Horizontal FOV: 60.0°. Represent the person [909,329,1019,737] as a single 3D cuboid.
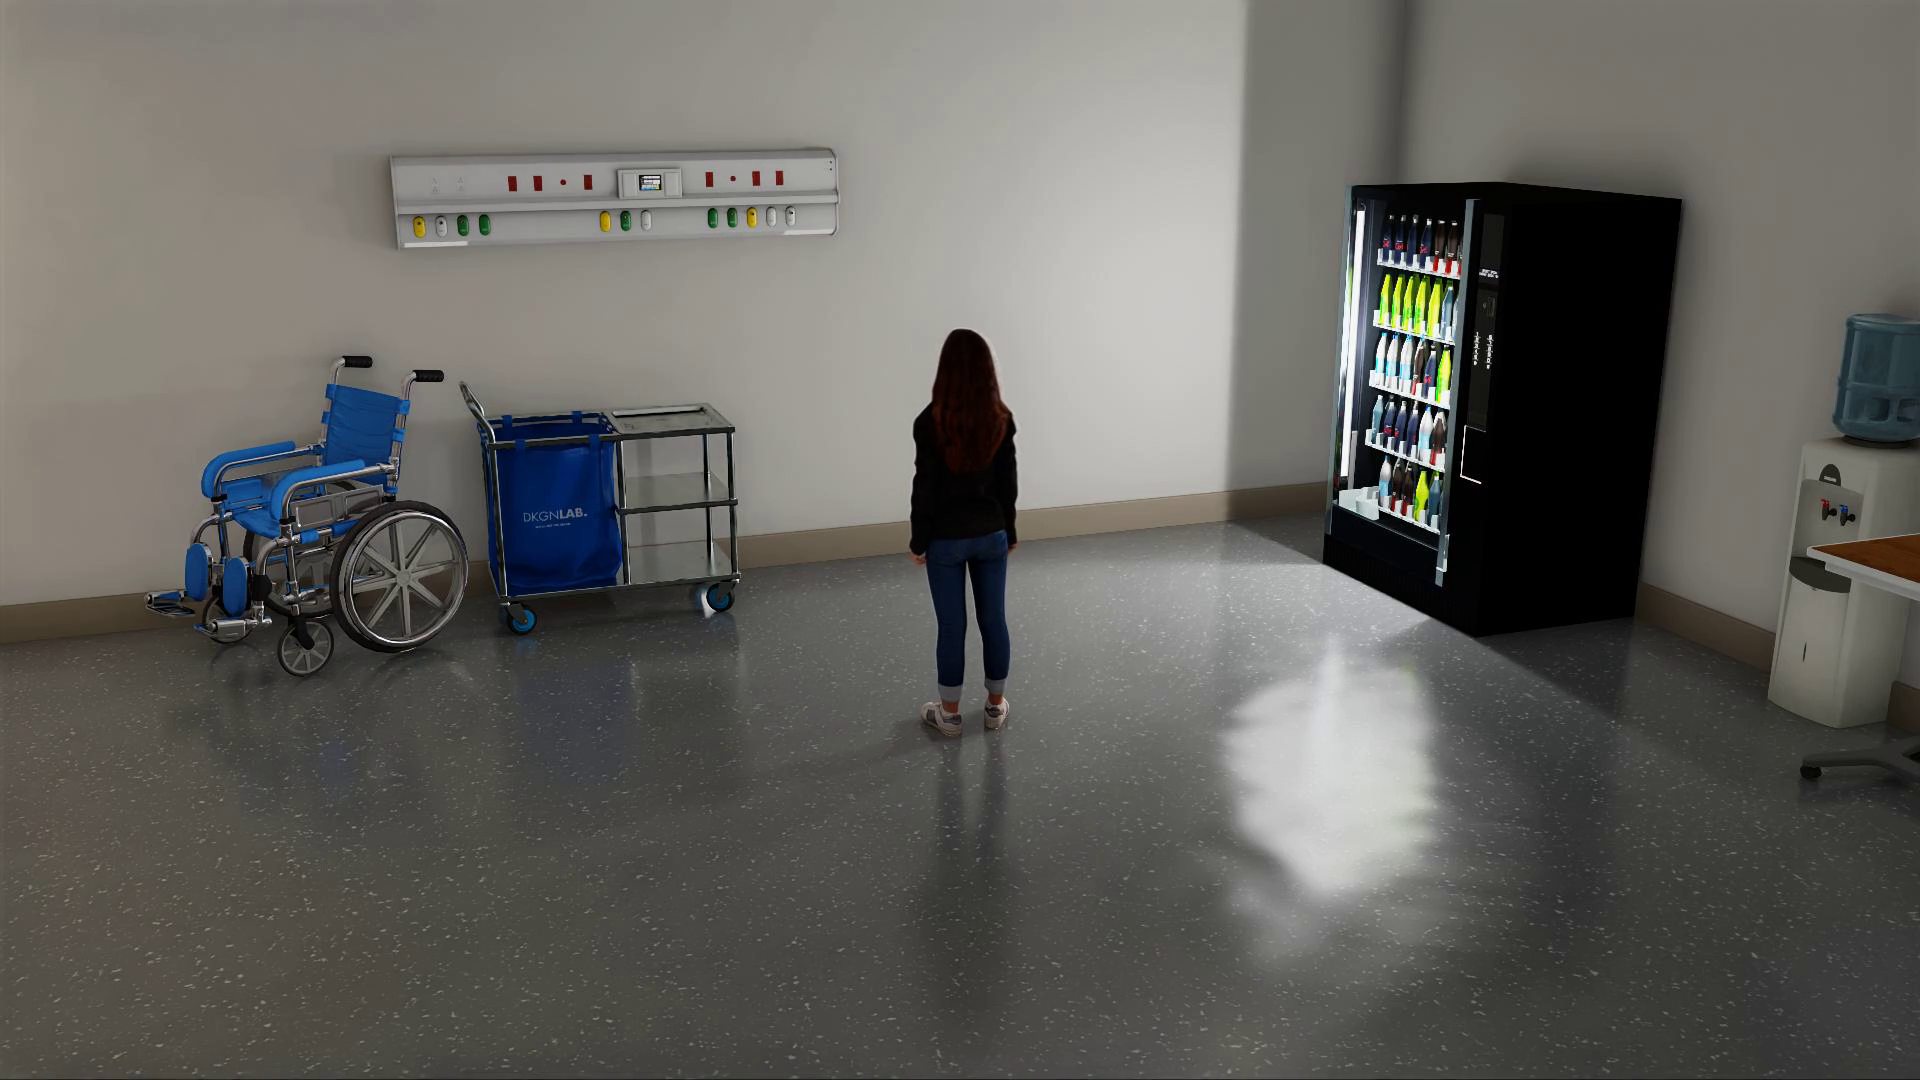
[{"bbox_3d":[0.025,-0.027,5.986,0.554,1.483,0.488,-5,17,-18],"label":"person"}]
